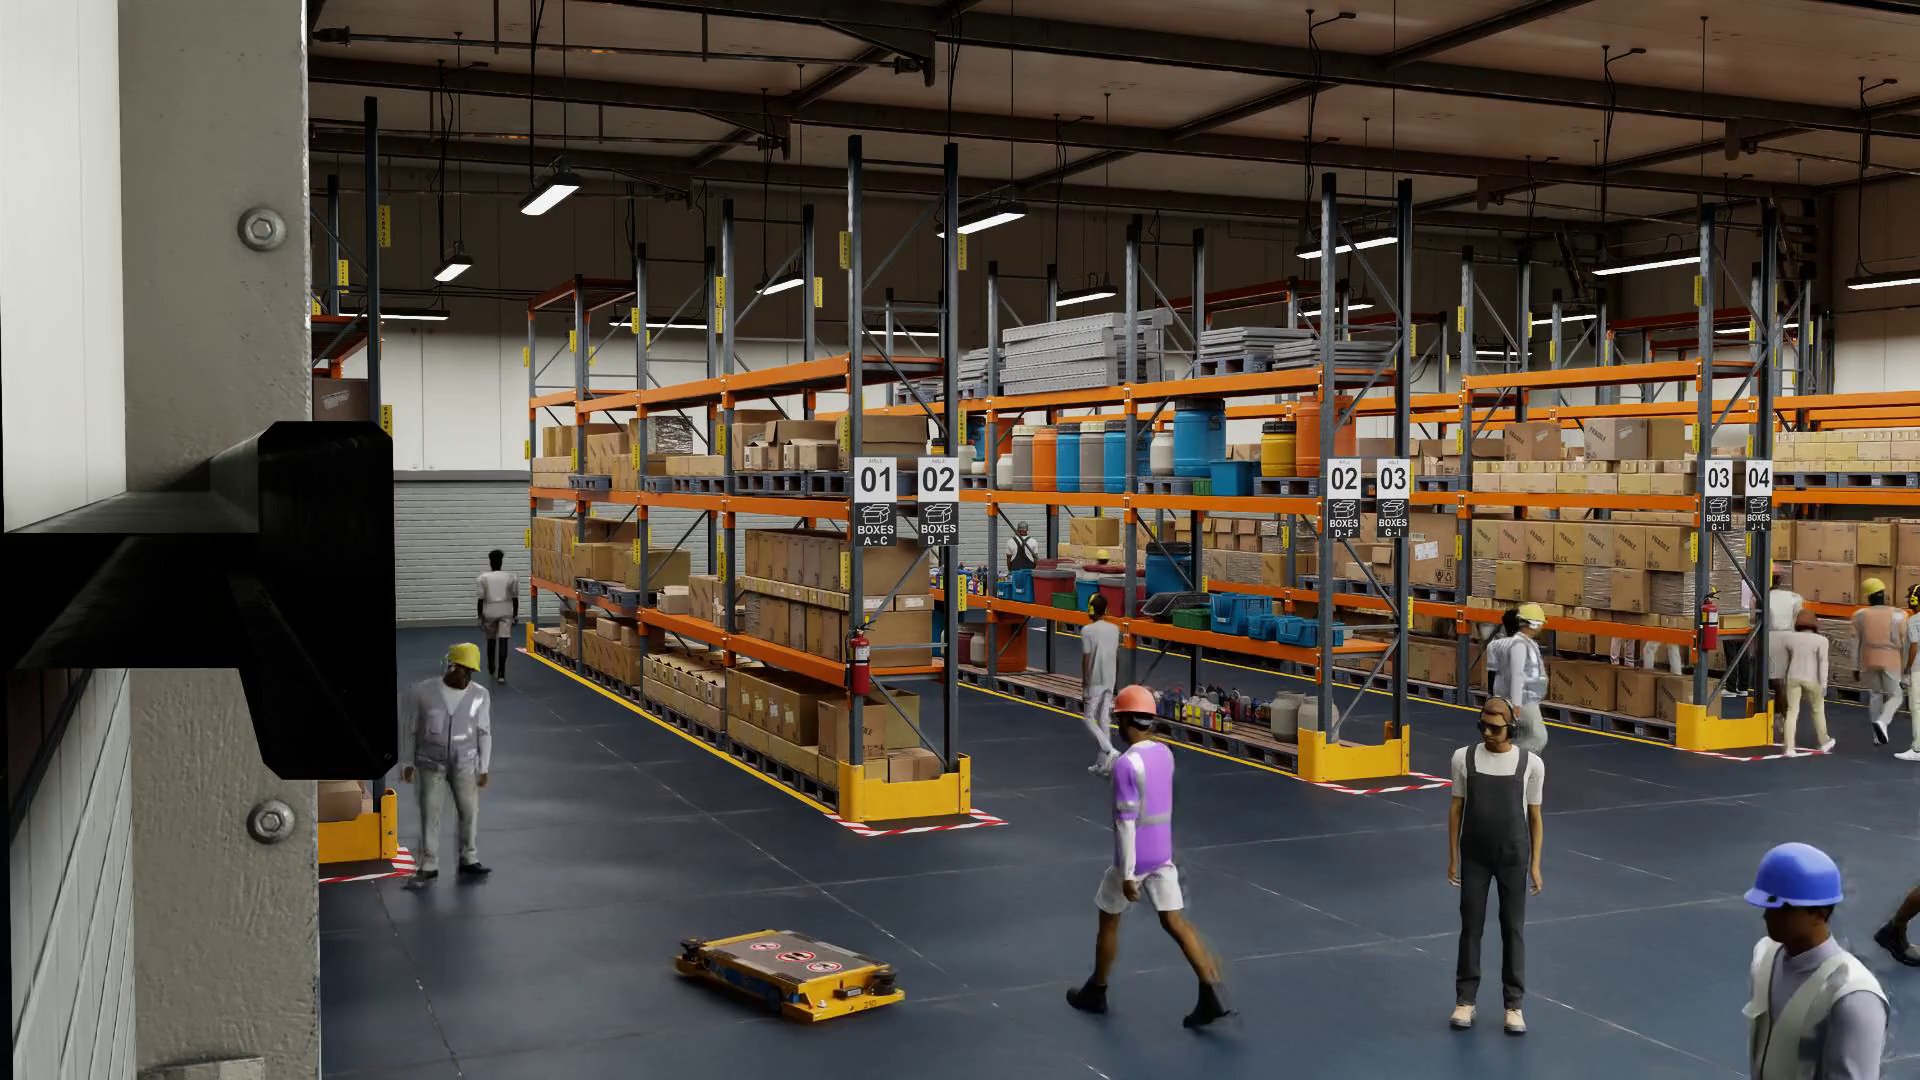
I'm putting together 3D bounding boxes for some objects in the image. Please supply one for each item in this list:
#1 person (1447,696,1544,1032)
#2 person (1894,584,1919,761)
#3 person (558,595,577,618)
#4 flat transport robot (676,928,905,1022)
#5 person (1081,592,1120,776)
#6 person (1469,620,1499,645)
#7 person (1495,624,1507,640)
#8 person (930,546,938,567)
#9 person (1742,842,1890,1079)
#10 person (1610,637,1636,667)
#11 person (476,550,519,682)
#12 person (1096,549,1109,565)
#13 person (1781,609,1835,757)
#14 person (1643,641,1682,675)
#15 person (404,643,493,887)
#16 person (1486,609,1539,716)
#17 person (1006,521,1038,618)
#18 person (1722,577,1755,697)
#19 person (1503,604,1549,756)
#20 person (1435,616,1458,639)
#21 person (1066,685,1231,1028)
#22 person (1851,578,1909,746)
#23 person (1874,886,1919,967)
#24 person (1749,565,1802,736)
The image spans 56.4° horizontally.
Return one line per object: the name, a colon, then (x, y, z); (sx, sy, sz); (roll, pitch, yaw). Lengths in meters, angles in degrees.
person: (2.954, 1.773, 9.894); (0.506, 1.841, 0.345); (1, 2, 21)
person: (10.206, 1.405, 19.100); (0.509, 1.872, 0.329); (-1, 3, -34)
person: (-6.865, 0.918, 31.487); (0.771, 1.893, 0.638); (0, 2, -5)
flat transport robot: (-1.025, 2.540, 10.591); (0.652, 0.197, 1.431); (-2, 3, -40)
person: (1.462, 1.457, 18.068); (0.542, 1.850, 0.496); (-1, 3, -33)
person: (7.583, 1.281, 25.999); (0.518, 1.582, 0.834); (-2, 3, -39)
person: (8.122, 1.083, 26.489); (0.610, 1.946, 0.405); (2, 3, 38)
person: (-0.525, 0.691, 38.484); (0.429, 1.821, 0.621); (0, 2, -2)
person: (2.568, 1.898, 5.578); (0.800, 1.912, 0.637); (0, 2, -8)
person: (9.906, 1.060, 26.559); (0.612, 1.990, 0.392); (-1, 2, -20)
person: (-6.788, 1.106, 26.319); (0.607, 1.911, 1.017); (-1, 2, -14)
person: (2.449, 1.014, 30.924); (0.531, 1.739, 0.737); (-1, 2, -20)
person: (9.122, 1.537, 19.309); (0.522, 1.577, 0.861); (2, 3, 45)
person: (9.616, 1.196, 24.640); (0.586, 1.855, 0.823); (-1, 3, -29)
person: (-3.833, 1.668, 13.361); (0.657, 1.793, 0.406); (-1, 2, -21)
person: (5.504, 1.538, 17.842); (0.535, 1.697, 0.322); (0, 2, 5)
person: (1.320, 0.633, 37.585); (0.679, 2.000, 0.537); (0, 2, 10)
person: (10.564, 1.177, 24.418); (0.593, 1.920, 0.392); (-1, 2, -28)
person: (5.427, 1.513, 17.100); (0.450, 1.802, 0.632); (1, 2, 26)
person: (7.318, 1.063, 26.546); (0.607, 1.974, 1.102); (-1, 2, -16)
person: (1.065, 1.754, 10.003); (1.027, 1.890, 0.538); (2, 3, 43)
person: (10.255, 1.364, 19.935); (0.627, 1.886, 0.641); (2, 3, 42)
person: (6.066, 1.719, 10.896); (0.578, 1.901, 0.968); (-1, 3, -30)
person: (9.540, 1.272, 21.029); (0.644, 1.986, 0.977); (0, 2, -5)
